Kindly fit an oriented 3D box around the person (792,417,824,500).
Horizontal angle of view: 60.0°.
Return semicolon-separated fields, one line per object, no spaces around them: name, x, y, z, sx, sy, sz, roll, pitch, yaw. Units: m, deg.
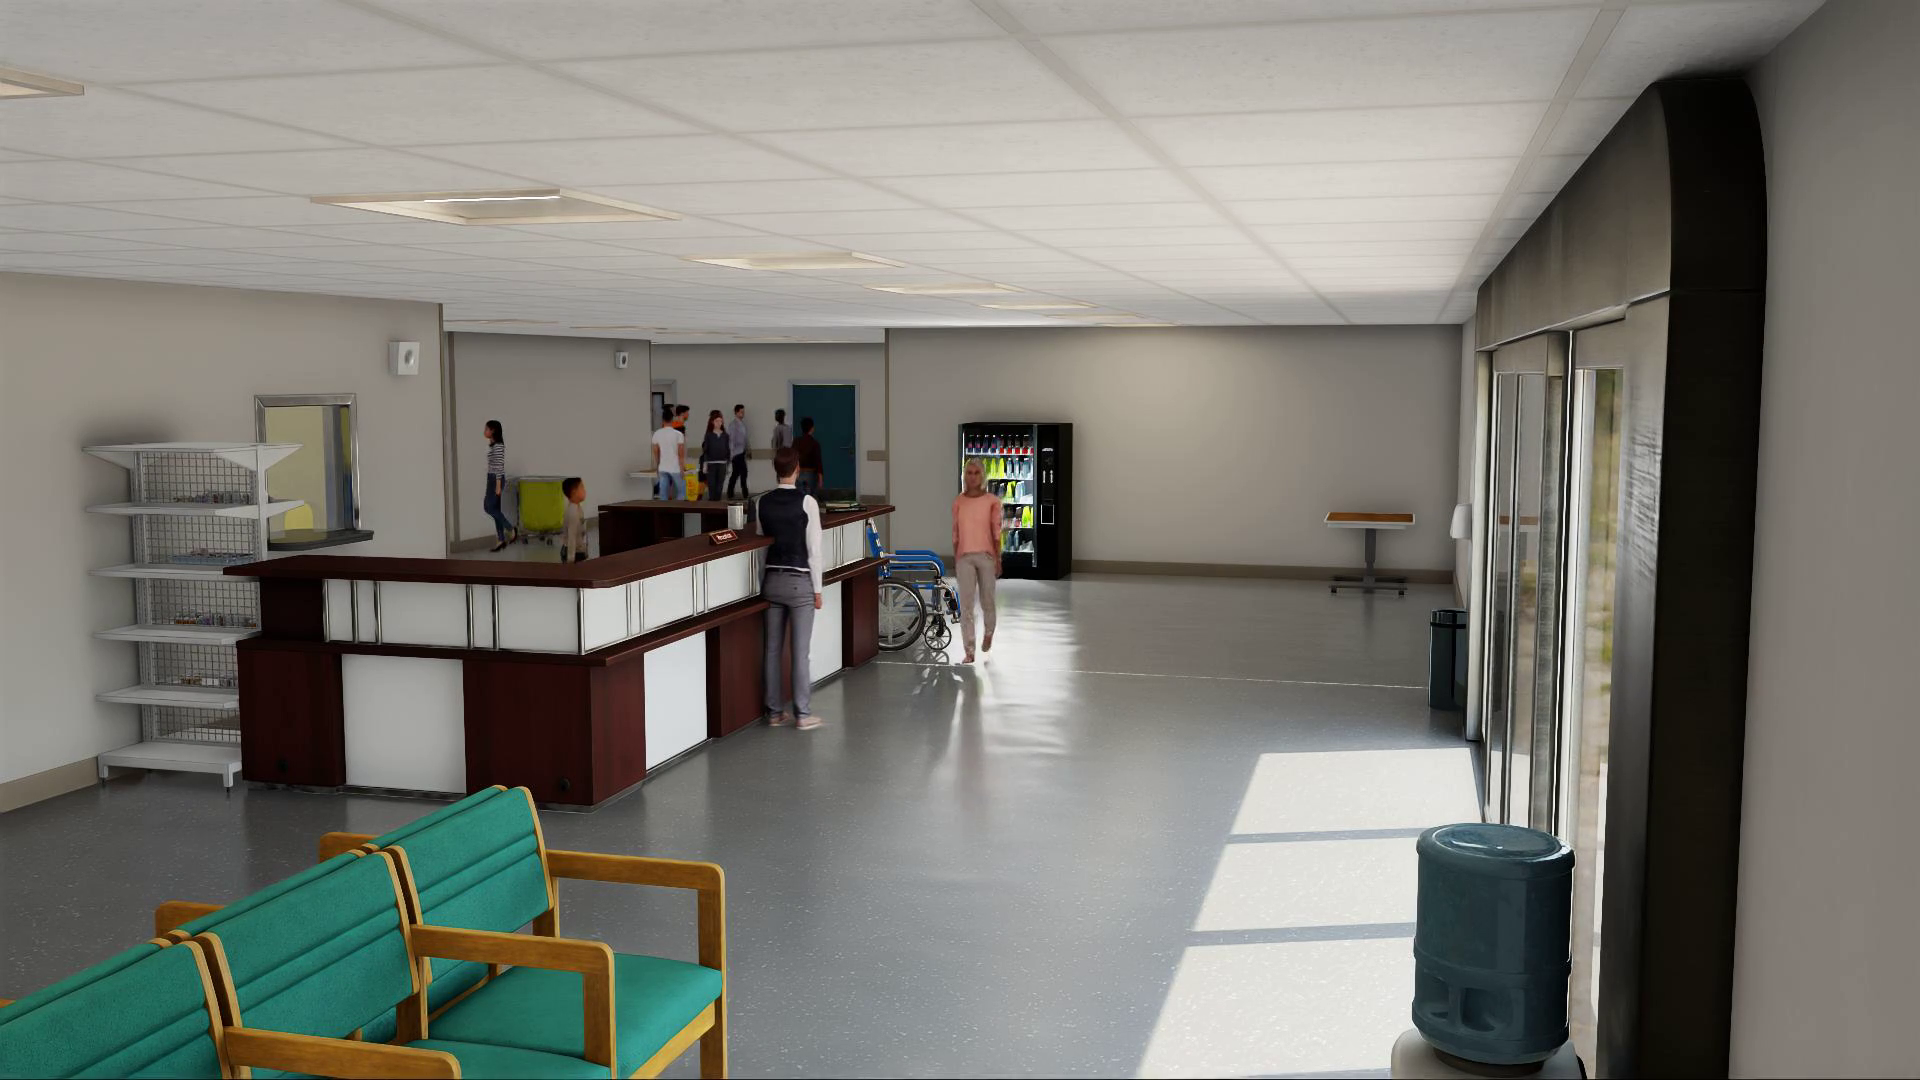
person;-2.313;-0.915;24.579;0.692;1.768;0.764;2;6;21

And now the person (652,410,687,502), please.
person;-4.587;-1.108;26.144;0.790;1.838;0.777;1;6;10

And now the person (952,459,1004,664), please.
person;0.170;0.178;14.084;1.035;1.694;0.706;1;6;10

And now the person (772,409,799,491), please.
person;-3.161;-1.495;30.383;0.904;1.759;0.778;3;6;28

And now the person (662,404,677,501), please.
person;-5.506;-1.655;31.508;0.652;1.853;0.713;0;6;-3

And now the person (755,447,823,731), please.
person;-1.185;0.320;11.464;0.543;1.935;0.736;2;6;22

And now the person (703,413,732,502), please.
person;-4.014;-1.181;27.204;0.692;1.771;0.763;-3;6;-25

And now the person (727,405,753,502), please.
person;-4.279;-1.629;31.408;0.895;1.820;0.702;1;6;15

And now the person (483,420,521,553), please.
person;-6.163;-0.715;22.444;0.853;1.781;0.788;-2;6;-22

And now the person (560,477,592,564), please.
person;-3.699;0.153;15.589;1.101;1.441;0.886;-1;6;-14

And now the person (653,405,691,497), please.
person;-5.113;-1.422;29.263;1.270;1.838;1.143;-2;6;-22
